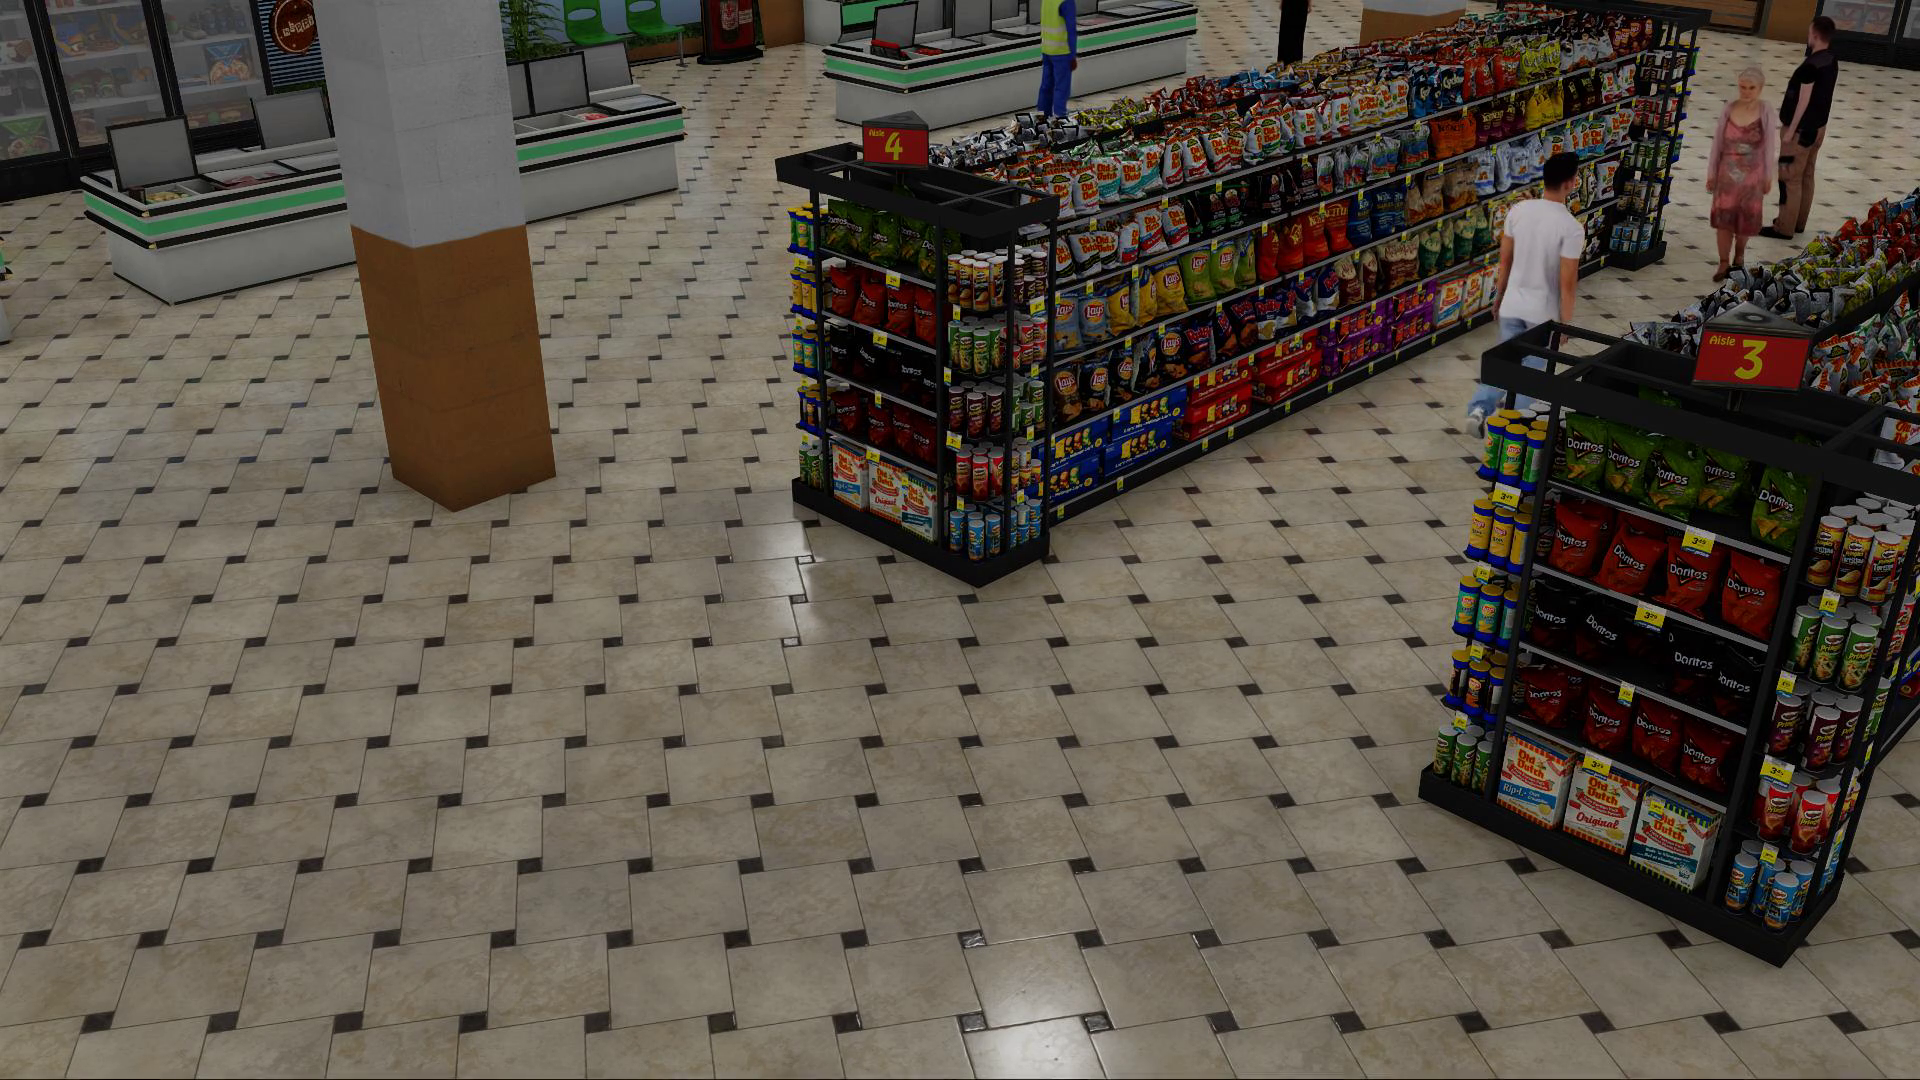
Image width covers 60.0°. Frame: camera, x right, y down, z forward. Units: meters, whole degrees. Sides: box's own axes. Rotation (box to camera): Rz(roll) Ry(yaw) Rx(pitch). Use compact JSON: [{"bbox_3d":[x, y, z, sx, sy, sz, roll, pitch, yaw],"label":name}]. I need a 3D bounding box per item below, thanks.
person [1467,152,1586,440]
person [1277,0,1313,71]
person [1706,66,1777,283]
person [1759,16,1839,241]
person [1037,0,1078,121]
[{"bbox_3d":[3.344,-1.359,9.887,0.840,1.843,0.738,-19,32,-33],"label":"person"},{"bbox_3d":[4.113,-6.584,20.455,0.617,1.603,0.572,17,31,30],"label":"person"},{"bbox_3d":[6.134,-2.878,13.066,0.705,1.678,0.752,16,31,28],"label":"person"},{"bbox_3d":[7.170,-3.495,14.102,0.500,1.840,0.727,-24,36,-39],"label":"person"},{"bbox_3d":[1.007,-5.057,17.217,0.668,1.808,0.715,-14,30,-25],"label":"person"}]
